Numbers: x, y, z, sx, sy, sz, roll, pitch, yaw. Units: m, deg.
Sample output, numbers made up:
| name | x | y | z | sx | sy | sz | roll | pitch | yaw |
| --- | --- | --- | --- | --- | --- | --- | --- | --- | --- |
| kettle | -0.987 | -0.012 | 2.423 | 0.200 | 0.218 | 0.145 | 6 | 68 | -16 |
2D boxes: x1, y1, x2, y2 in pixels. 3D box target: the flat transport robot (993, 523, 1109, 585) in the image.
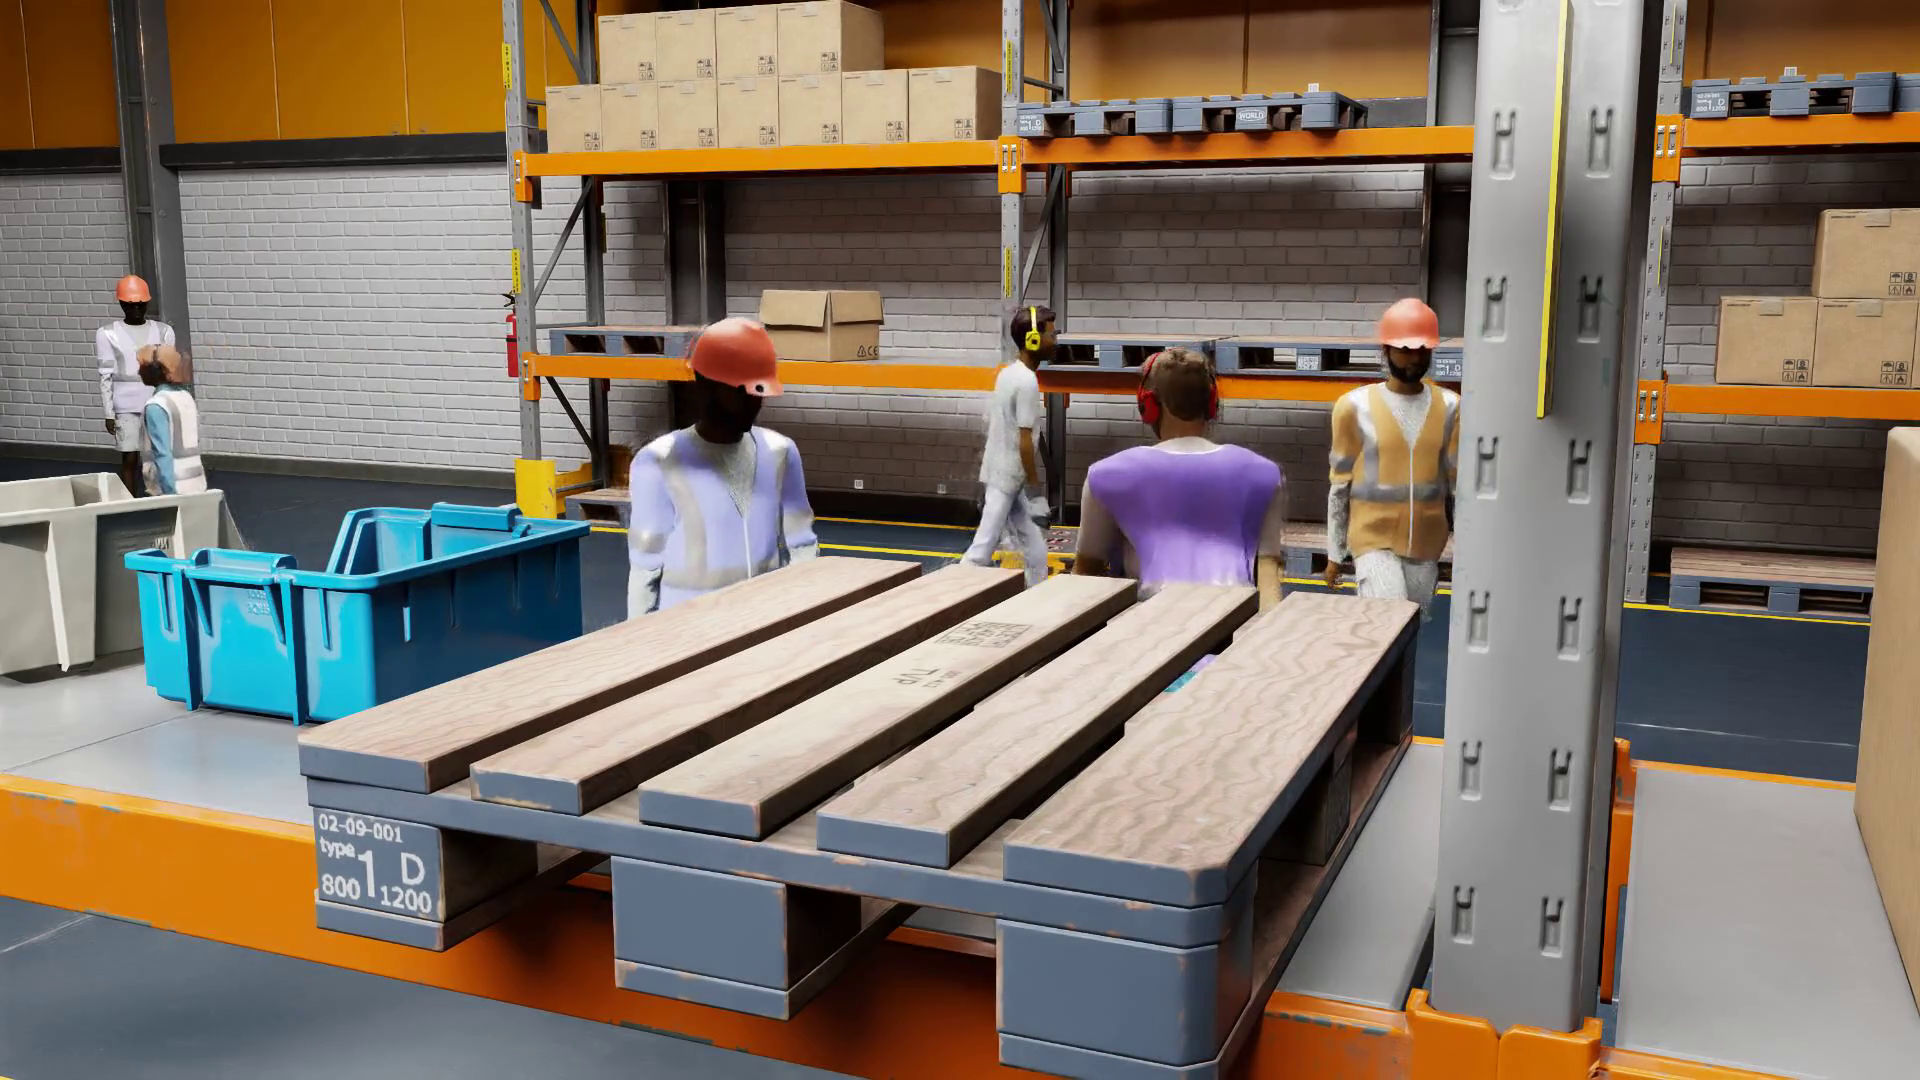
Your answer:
| name | x | y | z | sx | sy | sz | roll | pitch | yaw |
| --- | --- | --- | --- | --- | --- | --- | --- | --- | --- |
| flat transport robot | 0.622 | 0.083 | 10.867 | 0.652 | 0.197 | 1.431 | 2 | 10 | 12 |

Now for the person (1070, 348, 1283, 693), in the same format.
| name | x | y | z | sx | sy | sz | roll | pitch | yaw |
| --- | --- | --- | --- | --- | --- | --- | --- | --- | --- |
| person | 0.605 | 0.357 | 4.709 | 0.585 | 1.781 | 0.993 | -2 | 10 | -13 |

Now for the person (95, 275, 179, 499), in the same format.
| name | x | y | z | sx | sy | sz | roll | pitch | yaw |
| --- | --- | --- | --- | --- | --- | --- | --- | --- | --- |
| person | -6.045 | -0.983 | 12.299 | 0.542 | 1.933 | 0.382 | -8 | 12 | -39 |

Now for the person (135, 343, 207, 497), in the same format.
| name | x | y | z | sx | sy | sz | roll | pitch | yaw |
| --- | --- | --- | --- | --- | --- | --- | --- | --- | --- |
| person | -4.256 | -0.269 | 9.008 | 0.856 | 1.590 | 0.530 | -1 | 9 | -3 |

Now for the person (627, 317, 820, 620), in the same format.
| name | x | y | z | sx | sy | sz | roll | pitch | yaw |
| --- | --- | --- | --- | --- | --- | --- | --- | --- | --- |
| person | -0.739 | 0.273 | 4.964 | 0.555 | 1.886 | 1.016 | -9 | 13 | -42 |

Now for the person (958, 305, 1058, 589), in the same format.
| name | x | y | z | sx | sy | sz | roll | pitch | yaw |
| --- | --- | --- | --- | --- | --- | --- | --- | --- | --- |
| person | 0.219 | -0.277 | 8.435 | 0.960 | 1.820 | 0.510 | 0 | 9 | -2 |

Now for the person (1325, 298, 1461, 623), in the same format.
| name | x | y | z | sx | sy | sz | roll | pitch | yaw |
| --- | --- | --- | --- | --- | --- | --- | --- | --- | --- |
| person | 1.732 | -0.007 | 6.578 | 0.559 | 1.895 | 0.977 | -1 | 10 | -4 |
